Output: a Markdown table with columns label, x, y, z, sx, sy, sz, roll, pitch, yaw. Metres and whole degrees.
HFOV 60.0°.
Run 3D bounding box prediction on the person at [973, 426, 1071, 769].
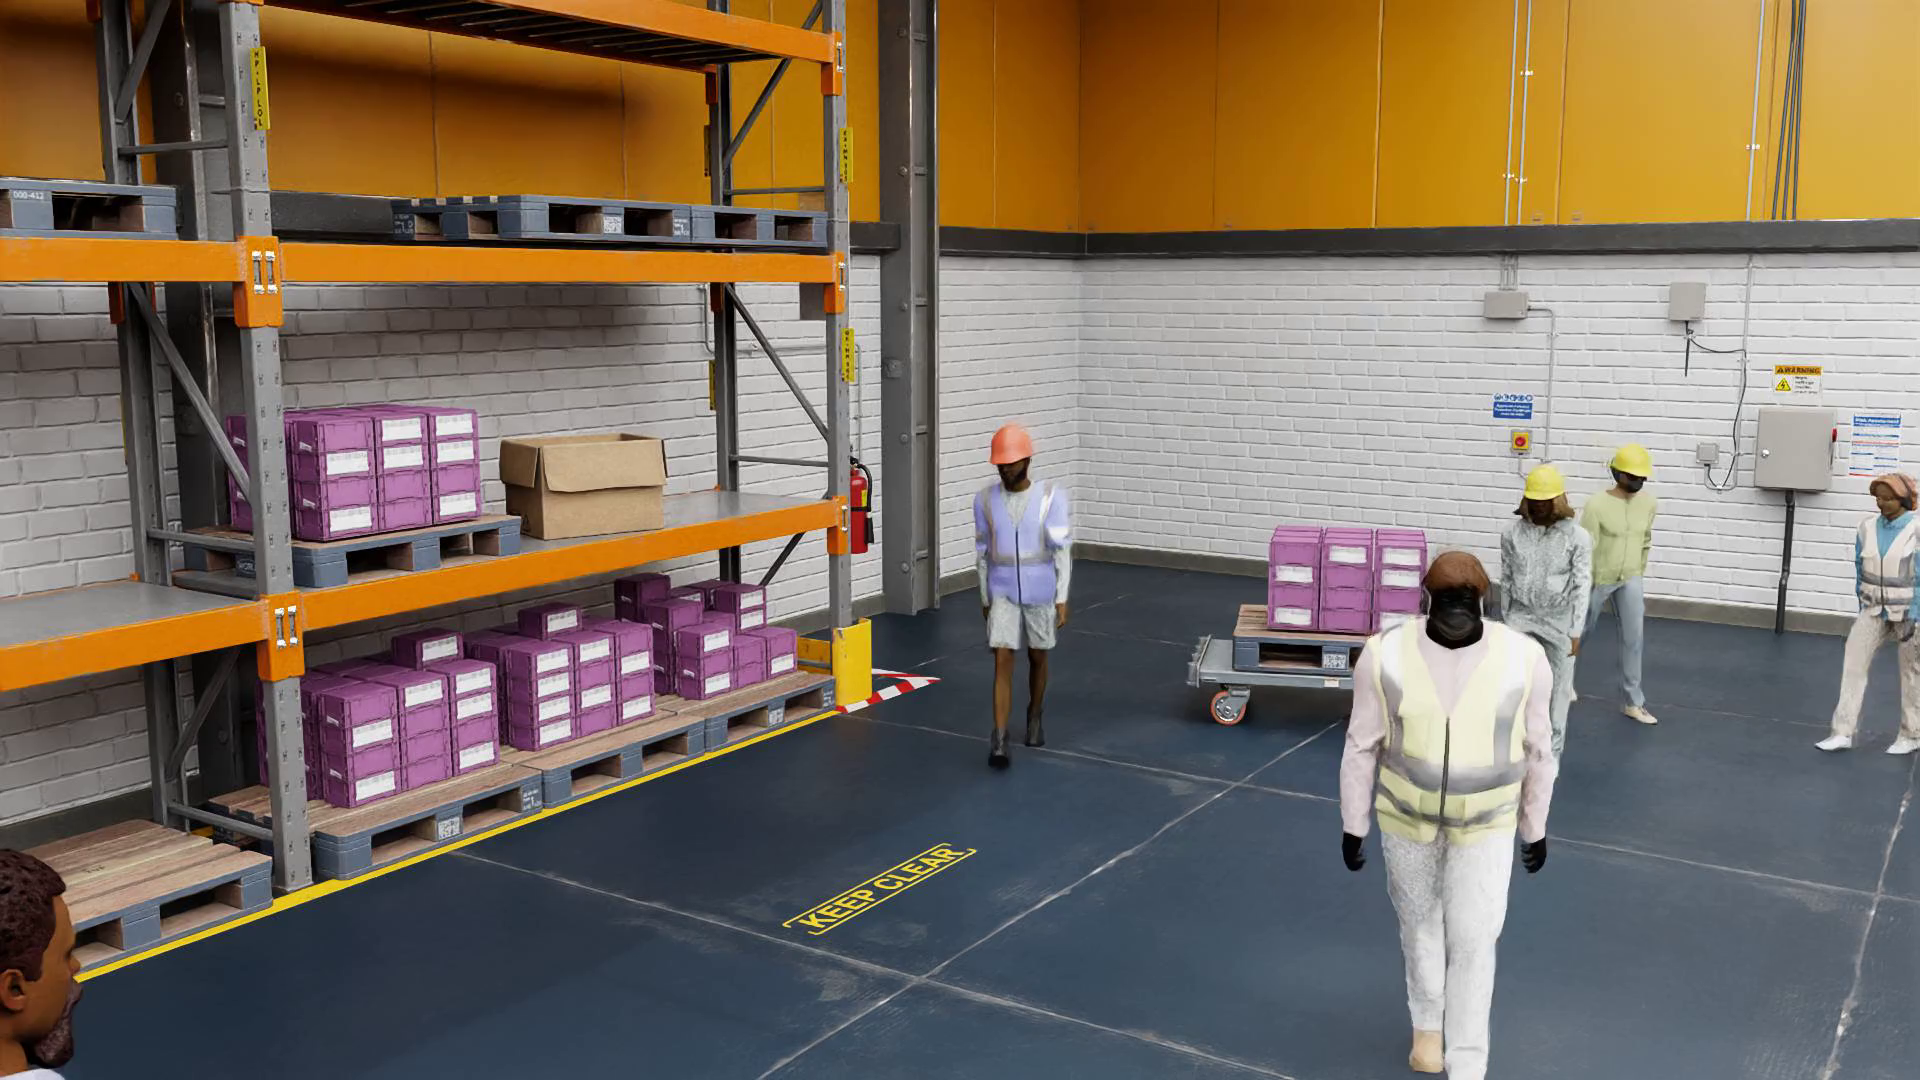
| label | x | y | z | sx | sy | sz | roll | pitch | yaw |
| --- | --- | --- | --- | --- | --- | --- | --- | --- | --- |
| person | 0.334 | 0.306 | 9.258 | 0.563 | 1.874 | 1.020 | 1 | 9 | 9 |

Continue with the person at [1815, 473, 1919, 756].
| label | x | y | z | sx | sy | sz | roll | pitch | yaw |
| --- | --- | --- | --- | --- | --- | --- | --- | --- | --- |
| person | 5.150 | 0.435 | 9.285 | 0.738 | 1.609 | 0.518 | -5 | 10 | -27 |

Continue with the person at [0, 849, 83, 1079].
| label | x | y | z | sx | sy | sz | roll | pitch | yaw |
| --- | --- | --- | --- | --- | --- | --- | --- | --- | --- |
| person | -1.286 | 1.364 | 2.256 | 0.590 | 1.917 | 0.396 | 0 | 9 | -2 |

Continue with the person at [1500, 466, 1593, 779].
| label | x | y | z | sx | sy | sz | roll | pitch | yaw |
| --- | --- | --- | --- | --- | --- | --- | --- | --- | --- |
| person | 3.069 | 0.463 | 8.792 | 0.493 | 1.711 | 0.703 | 5 | 10 | 30 |

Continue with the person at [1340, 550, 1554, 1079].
| label | x | y | z | sx | sy | sz | roll | pitch | yaw |
| --- | --- | --- | --- | --- | --- | --- | --- | --- | --- |
| person | 1.542 | 0.944 | 5.336 | 0.660 | 1.803 | 0.900 | 3 | 9 | 21 |

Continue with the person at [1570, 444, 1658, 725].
| label | x | y | z | sx | sy | sz | roll | pitch | yaw |
| --- | --- | --- | --- | --- | --- | --- | --- | --- | --- |
| person | 4.007 | 0.227 | 10.338 | 0.542 | 1.706 | 0.860 | -2 | 9 | -11 |
